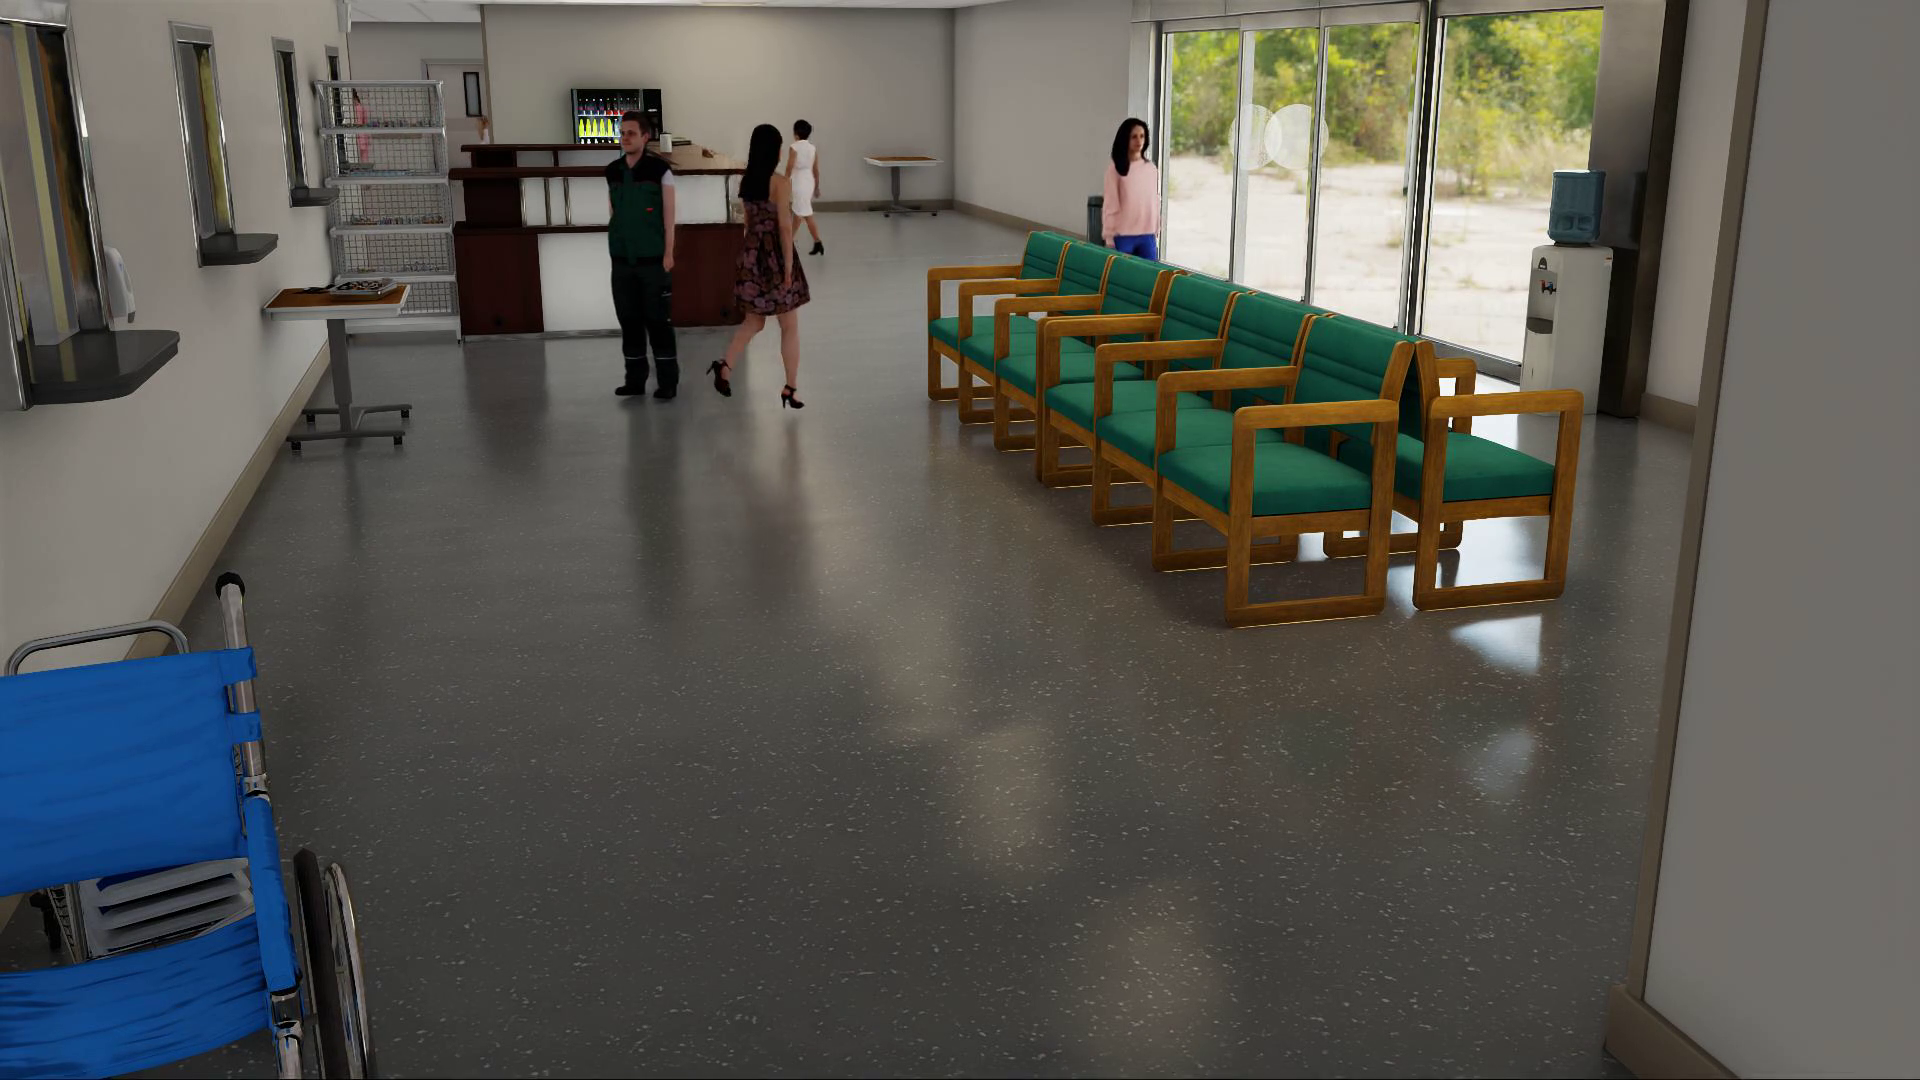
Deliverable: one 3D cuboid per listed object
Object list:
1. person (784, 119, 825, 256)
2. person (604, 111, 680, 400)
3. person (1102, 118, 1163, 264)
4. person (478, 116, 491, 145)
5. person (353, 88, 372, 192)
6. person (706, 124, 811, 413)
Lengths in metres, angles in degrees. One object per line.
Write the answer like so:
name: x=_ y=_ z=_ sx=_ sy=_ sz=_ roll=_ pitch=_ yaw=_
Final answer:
person: x=-1.734 y=-3.982 z=18.981 sx=1.004 sy=1.510 sz=1.013 roll=11 pitch=19 yaw=35
person: x=-2.050 y=-1.828 z=10.730 sx=0.679 sy=1.840 sz=0.782 roll=5 pitch=16 yaw=17
person: x=1.190 y=-2.118 z=11.933 sx=0.879 sy=1.745 sz=0.793 roll=-6 pitch=17 yaw=-22
person: x=-8.858 y=-7.199 z=30.859 sx=0.845 sy=1.256 sz=0.598 roll=-8 pitch=18 yaw=-27
person: x=-10.745 y=-7.134 z=29.626 sx=0.567 sy=1.800 sz=0.732 roll=-10 pitch=19 yaw=-32
person: x=-1.238 y=-1.616 z=10.150 sx=0.989 sy=1.748 sz=1.054 roll=11 pitch=19 yaw=35
